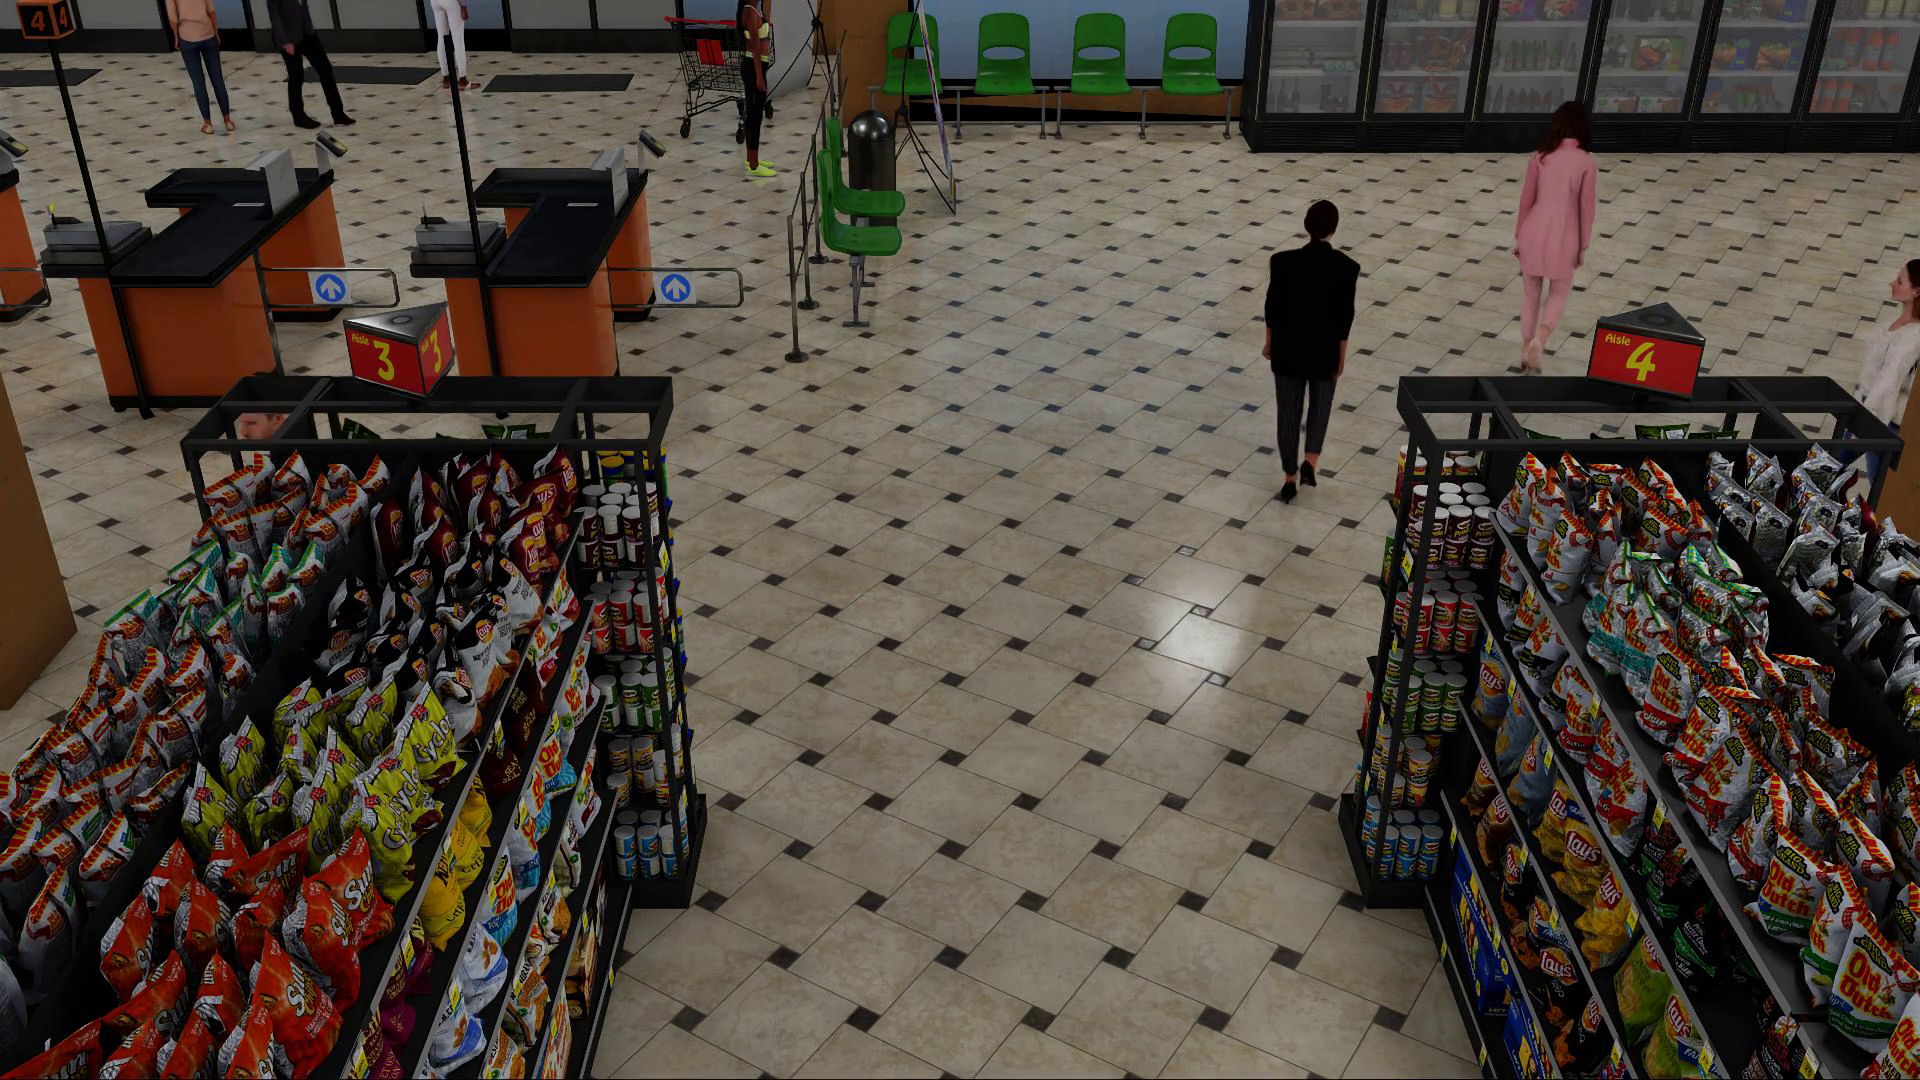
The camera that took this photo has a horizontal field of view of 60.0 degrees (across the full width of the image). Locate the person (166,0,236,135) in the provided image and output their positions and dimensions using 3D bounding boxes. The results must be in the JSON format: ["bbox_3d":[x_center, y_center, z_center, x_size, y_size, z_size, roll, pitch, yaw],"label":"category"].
[{"bbox_3d":[-7.355,-4.839,16.041,0.668,1.792,0.697,-19,34,-30],"label":"person"}]

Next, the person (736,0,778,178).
[{"bbox_3d":[-1.838,-4.144,14.809,0.661,1.753,0.496,-5,29,-9],"label":"person"}]

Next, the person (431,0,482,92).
[{"bbox_3d":[-5.436,-5.668,17.631,0.669,1.724,0.661,15,32,25],"label":"person"}]

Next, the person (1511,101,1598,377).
[{"bbox_3d":[3.730,-1.852,10.573,0.807,1.789,0.923,12,31,22],"label":"person"}]

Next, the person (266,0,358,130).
[{"bbox_3d":[-6.501,-4.882,16.108,1.041,1.804,1.019,9,30,16],"label":"person"}]

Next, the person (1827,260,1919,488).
[{"bbox_3d":[4.740,-0.583,8.374,0.891,1.670,0.897,12,31,20],"label":"person"}]

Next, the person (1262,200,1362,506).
[{"bbox_3d":[1.864,-0.970,9.046,0.702,1.705,0.686,7,29,12],"label":"person"}]
